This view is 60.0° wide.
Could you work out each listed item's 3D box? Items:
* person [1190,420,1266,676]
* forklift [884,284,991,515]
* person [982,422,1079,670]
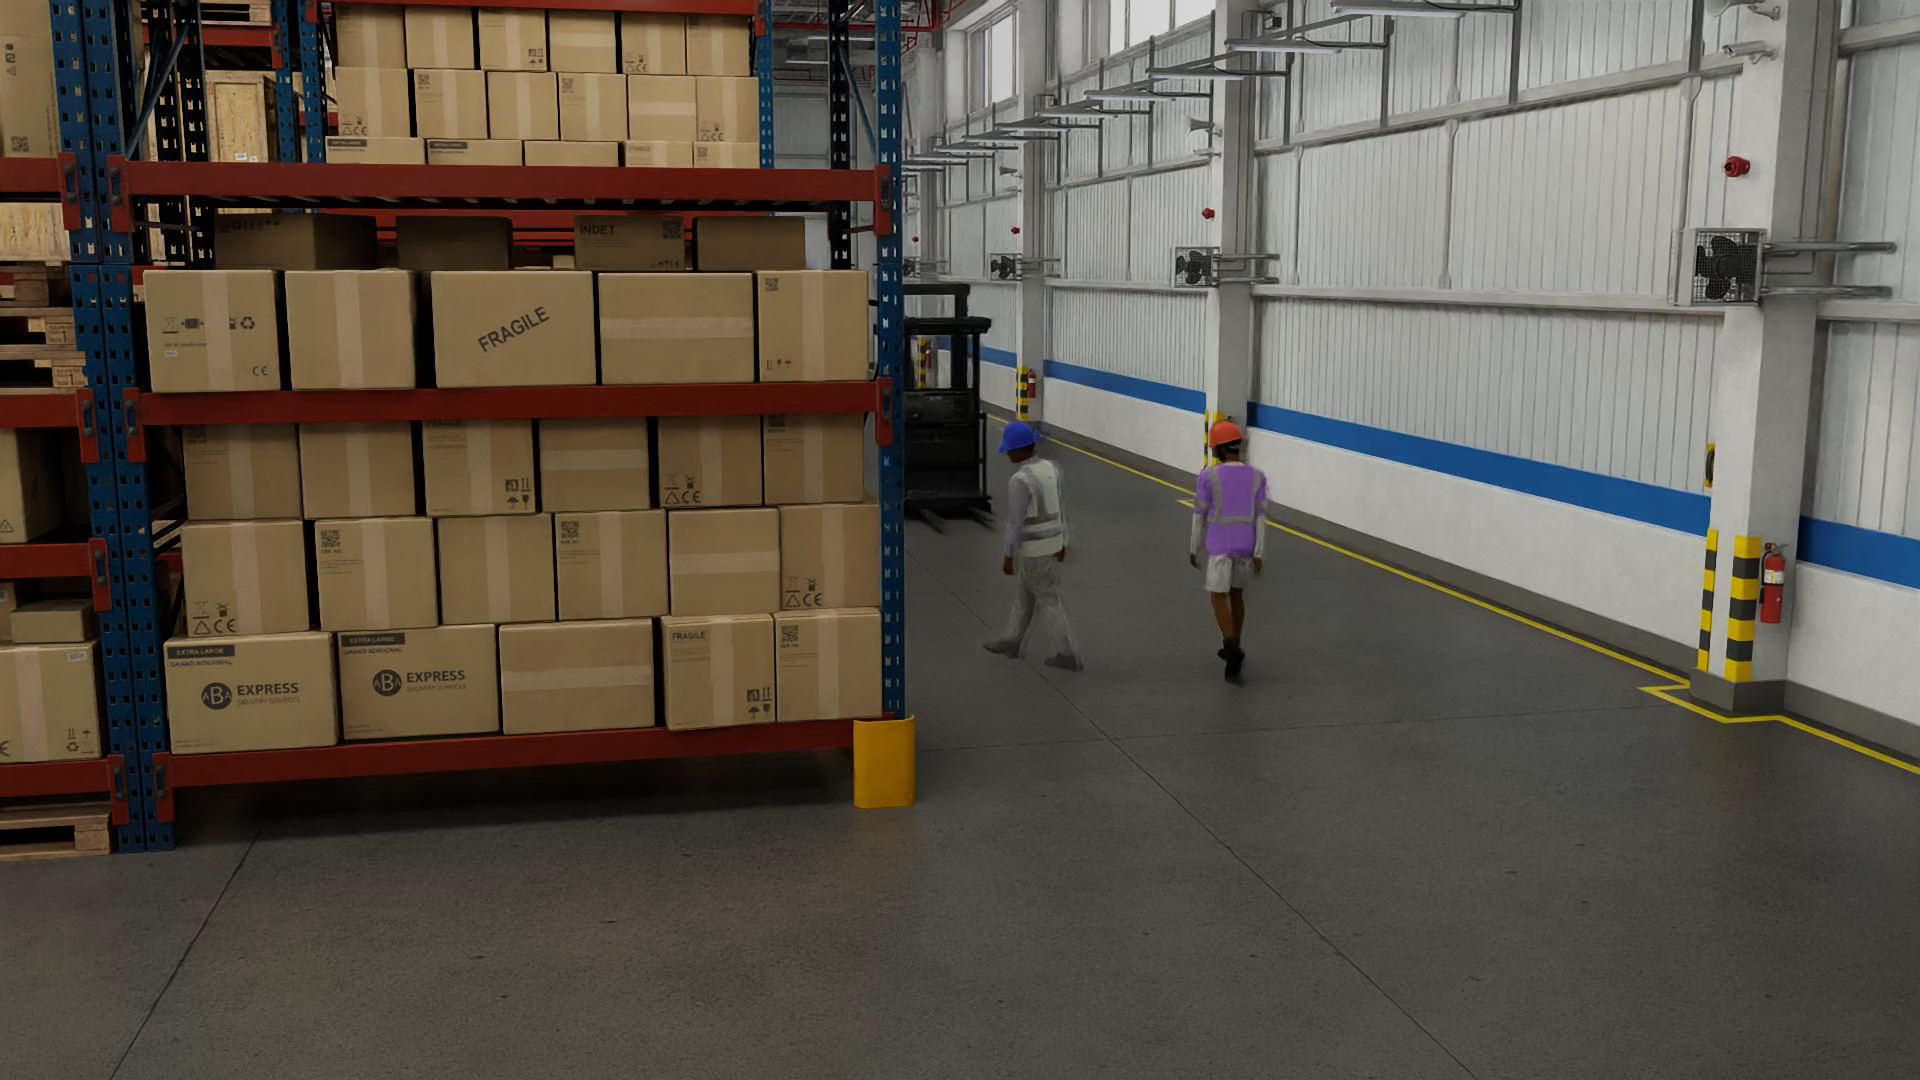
[{"bbox_3d":[2.037,0.057,12.471,0.556,1.908,0.777,-2,10,-13],"label":"person"},{"bbox_3d":[-0.363,-1.816,20.871,1.129,2.768,1.873,-2,10,-12],"label":"forklift"},{"bbox_3d":[0.493,0.047,12.544,0.926,1.886,0.659,4,10,25],"label":"person"}]
